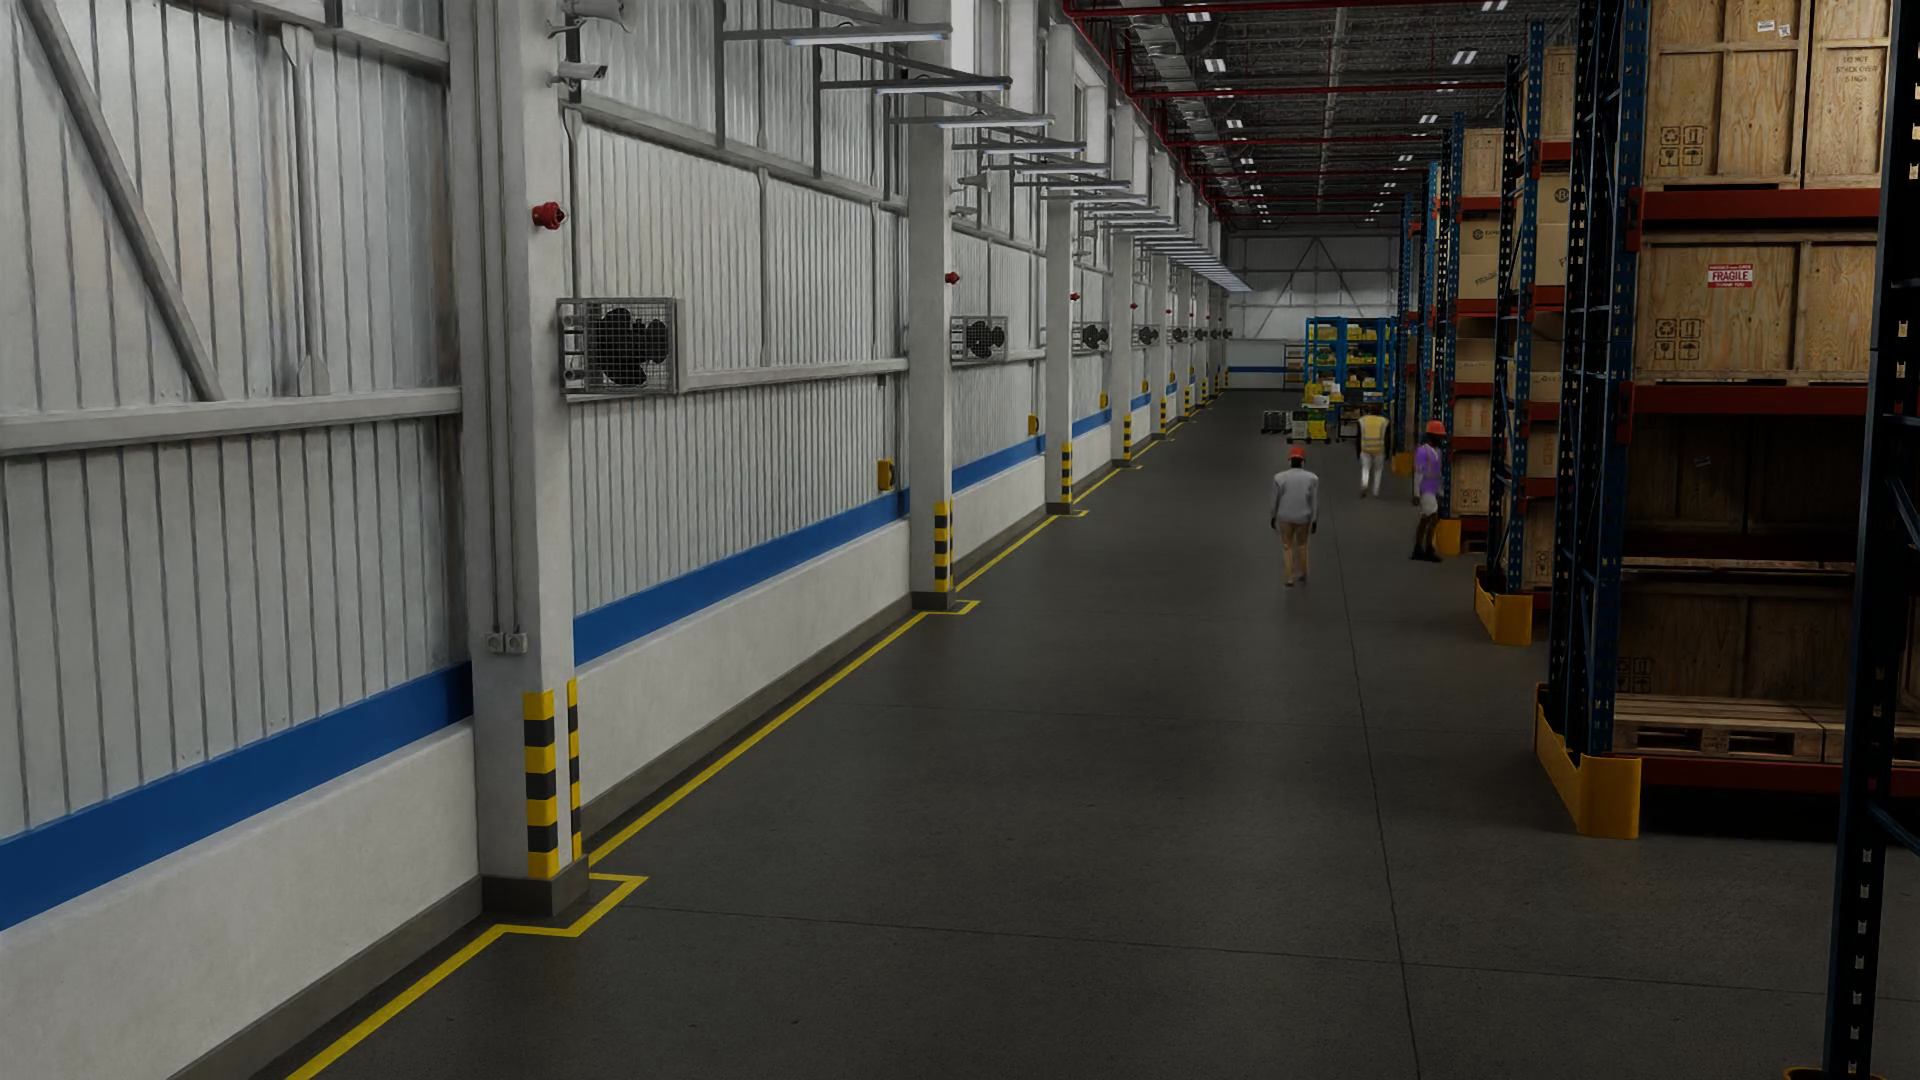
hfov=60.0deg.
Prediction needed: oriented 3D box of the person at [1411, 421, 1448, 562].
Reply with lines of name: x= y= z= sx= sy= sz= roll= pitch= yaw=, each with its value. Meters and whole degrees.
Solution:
person: x=6.386 y=-0.649 z=22.403 sx=0.670 sy=1.911 sz=0.572 roll=6 pitch=9 yaw=41

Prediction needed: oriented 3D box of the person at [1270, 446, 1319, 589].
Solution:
person: x=4.076 y=-0.290 z=20.325 sx=0.568 sy=1.720 sz=0.807 roll=1 pitch=7 yaw=5

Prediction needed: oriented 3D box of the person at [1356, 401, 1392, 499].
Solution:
person: x=7.685 y=-1.659 z=30.861 sx=0.648 sy=1.824 sz=0.451 roll=3 pitch=8 yaw=21
